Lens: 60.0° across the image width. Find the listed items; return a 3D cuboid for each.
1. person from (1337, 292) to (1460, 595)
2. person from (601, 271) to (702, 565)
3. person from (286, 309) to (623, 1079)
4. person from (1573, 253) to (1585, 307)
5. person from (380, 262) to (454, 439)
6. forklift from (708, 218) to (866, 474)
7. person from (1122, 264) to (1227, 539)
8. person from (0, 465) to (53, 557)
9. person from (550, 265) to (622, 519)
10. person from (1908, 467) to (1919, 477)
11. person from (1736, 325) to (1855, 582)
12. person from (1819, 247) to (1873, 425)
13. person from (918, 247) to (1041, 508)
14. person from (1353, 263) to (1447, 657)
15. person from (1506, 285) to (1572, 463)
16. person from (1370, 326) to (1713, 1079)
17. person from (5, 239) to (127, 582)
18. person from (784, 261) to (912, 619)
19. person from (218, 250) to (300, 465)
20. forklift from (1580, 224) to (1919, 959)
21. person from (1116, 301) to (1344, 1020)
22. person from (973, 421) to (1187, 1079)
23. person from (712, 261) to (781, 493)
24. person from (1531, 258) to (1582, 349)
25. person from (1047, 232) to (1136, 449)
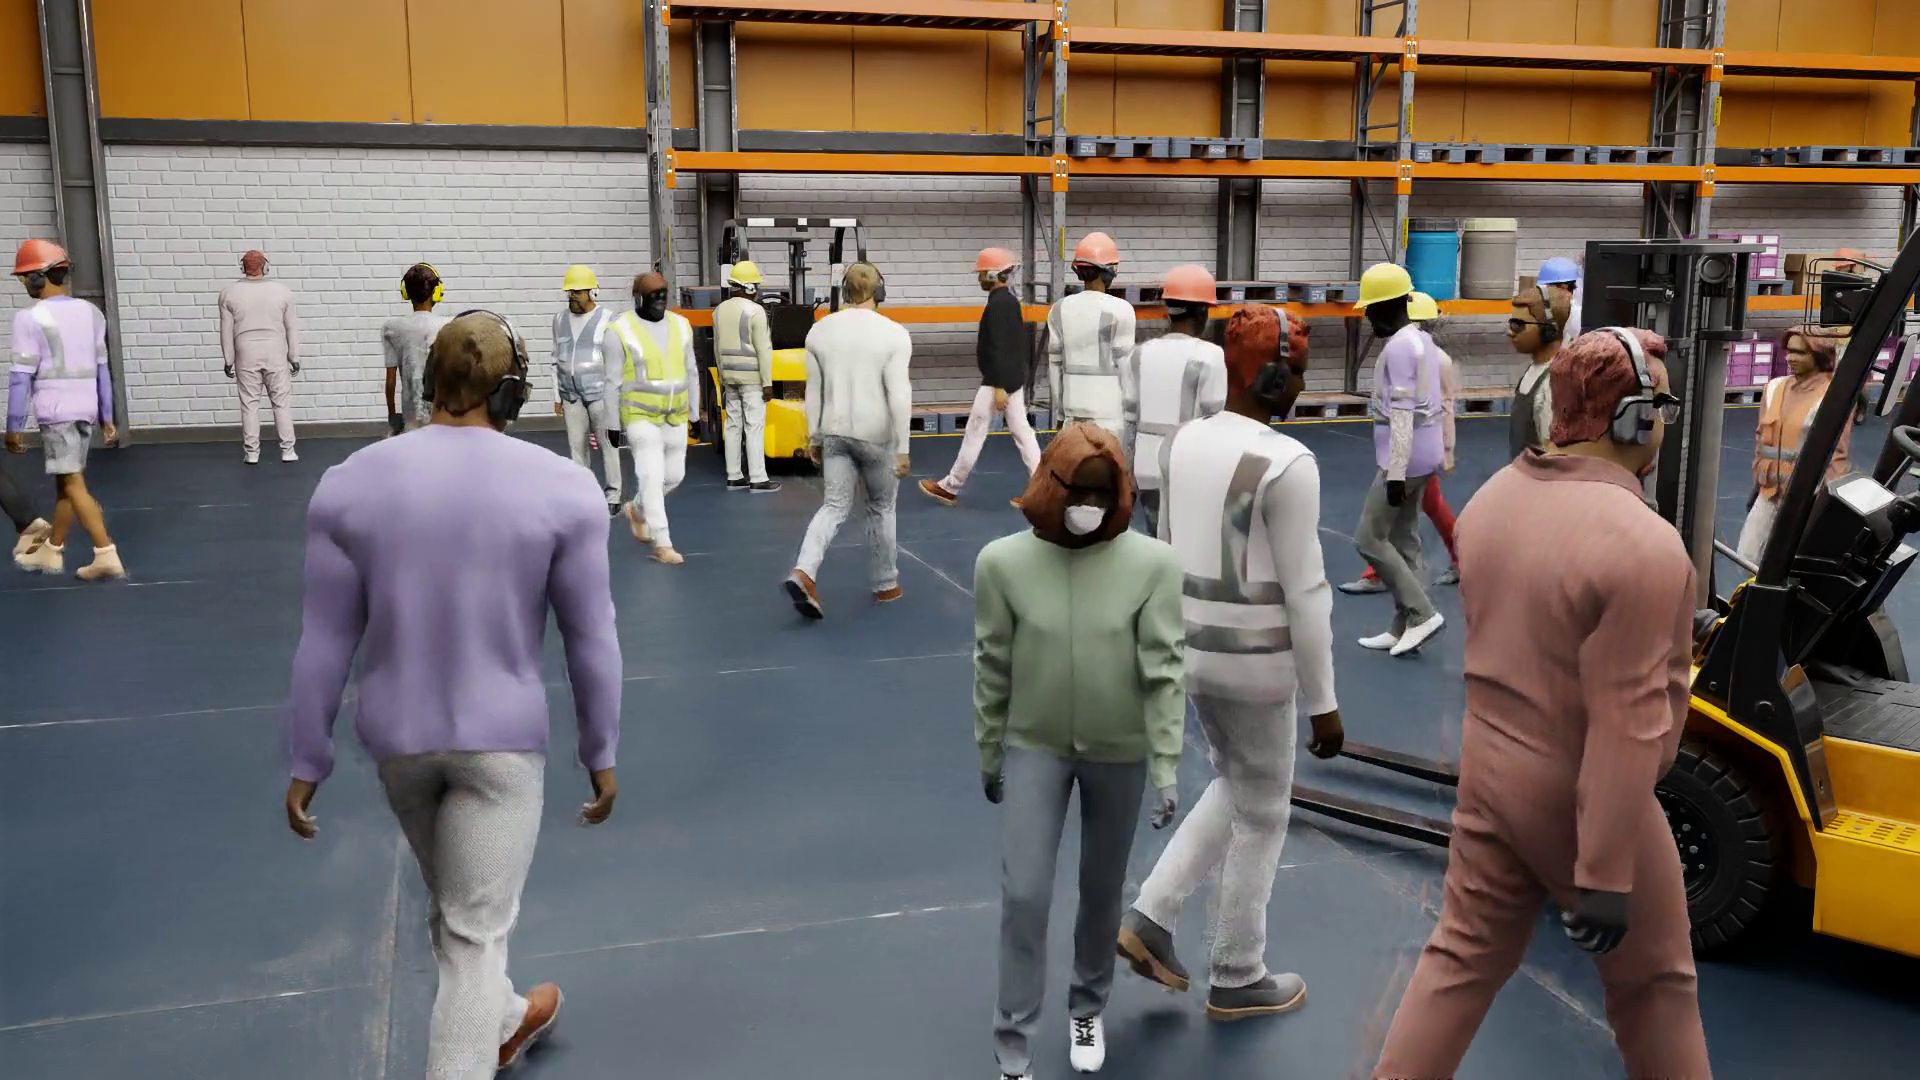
[{"bbox_3d":[2.613,-0.548,9.473,0.915,1.719,0.546,-2,11,-11],"label":"person"},{"bbox_3d":[-1.967,-0.783,10.486,0.639,1.819,0.742,-9,14,-41],"label":"person"},{"bbox_3d":[-1.086,0.450,3.612,0.683,1.876,1.008,0,10,1],"label":"person"},{"bbox_3d":[6.282,-1.974,16.789,0.487,1.892,0.669,7,12,32],"label":"person"},{"bbox_3d":[-3.144,-0.700,9.877,0.519,1.874,0.327,-2,10,-8],"label":"person"},{"bbox_3d":[-1.522,-1.778,14.899,1.214,2.155,2.313,-3,11,-17],"label":"forklift"},{"bbox_3d":[0.910,-0.279,7.485,0.754,1.906,0.575,-10,14,-42],"label":"person"},{"bbox_3d":[-6.223,-0.860,10.288,0.945,2.000,0.681,2,10,10],"label":"person"},{"bbox_3d":[-2.687,-1.058,11.974,0.595,1.826,0.403,3,11,17],"label":"person"},{"bbox_3d":[8.291,-1.391,13.689,0.833,1.850,0.596,-4,11,-19],"label":"person"},{"bbox_3d":[3.857,-0.185,7.699,0.357,1.625,0.542,-4,11,-19],"label":"person"},{"bbox_3d":[9.310,-2.112,17.489,0.808,1.917,0.549,-8,13,-37],"label":"person"},{"bbox_3d":[0.229,-1.200,12.422,1.036,1.935,0.656,3,11,18],"label":"person"},{"bbox_3d":[2.104,-0.380,8.042,0.442,1.898,0.620,5,11,26],"label":"person"},{"bbox_3d":[2.364,-0.126,6.836,0.420,1.828,0.539,1,10,6],"label":"person"},{"bbox_3d":[1.245,0.508,3.318,1.000,1.860,0.653,-3,11,-15],"label":"person"},{"bbox_3d":[-5.321,-0.746,9.763,0.778,2.018,0.630,2,11,13],"label":"person"},{"bbox_3d":[-0.583,-0.533,8.891,0.643,1.908,0.925,4,11,22],"label":"person"},{"bbox_3d":[-6.239,-1.626,14.854,0.652,1.906,0.408,-4,11,-23],"label":"person"},{"bbox_3d":[2.909,0.117,4.508,2.313,2.155,1.214,9,14,40],"label":"forklift"},{"bbox_3d":[0.693,0.333,4.221,0.469,1.864,0.594,-5,11,-25],"label":"person"},{"bbox_3d":[0.267,0.539,3.822,0.494,1.604,0.724,1,10,4],"label":"person"},{"bbox_3d":[-1.688,-1.288,13.202,0.591,1.833,0.403,9,13,40],"label":"person"},{"bbox_3d":[4.108,-0.965,11.318,1.050,1.888,0.584,1,10,5],"label":"person"},{"bbox_3d":[0.798,-0.769,9.772,0.608,2.048,0.365,8,13,39],"label":"person"}]
